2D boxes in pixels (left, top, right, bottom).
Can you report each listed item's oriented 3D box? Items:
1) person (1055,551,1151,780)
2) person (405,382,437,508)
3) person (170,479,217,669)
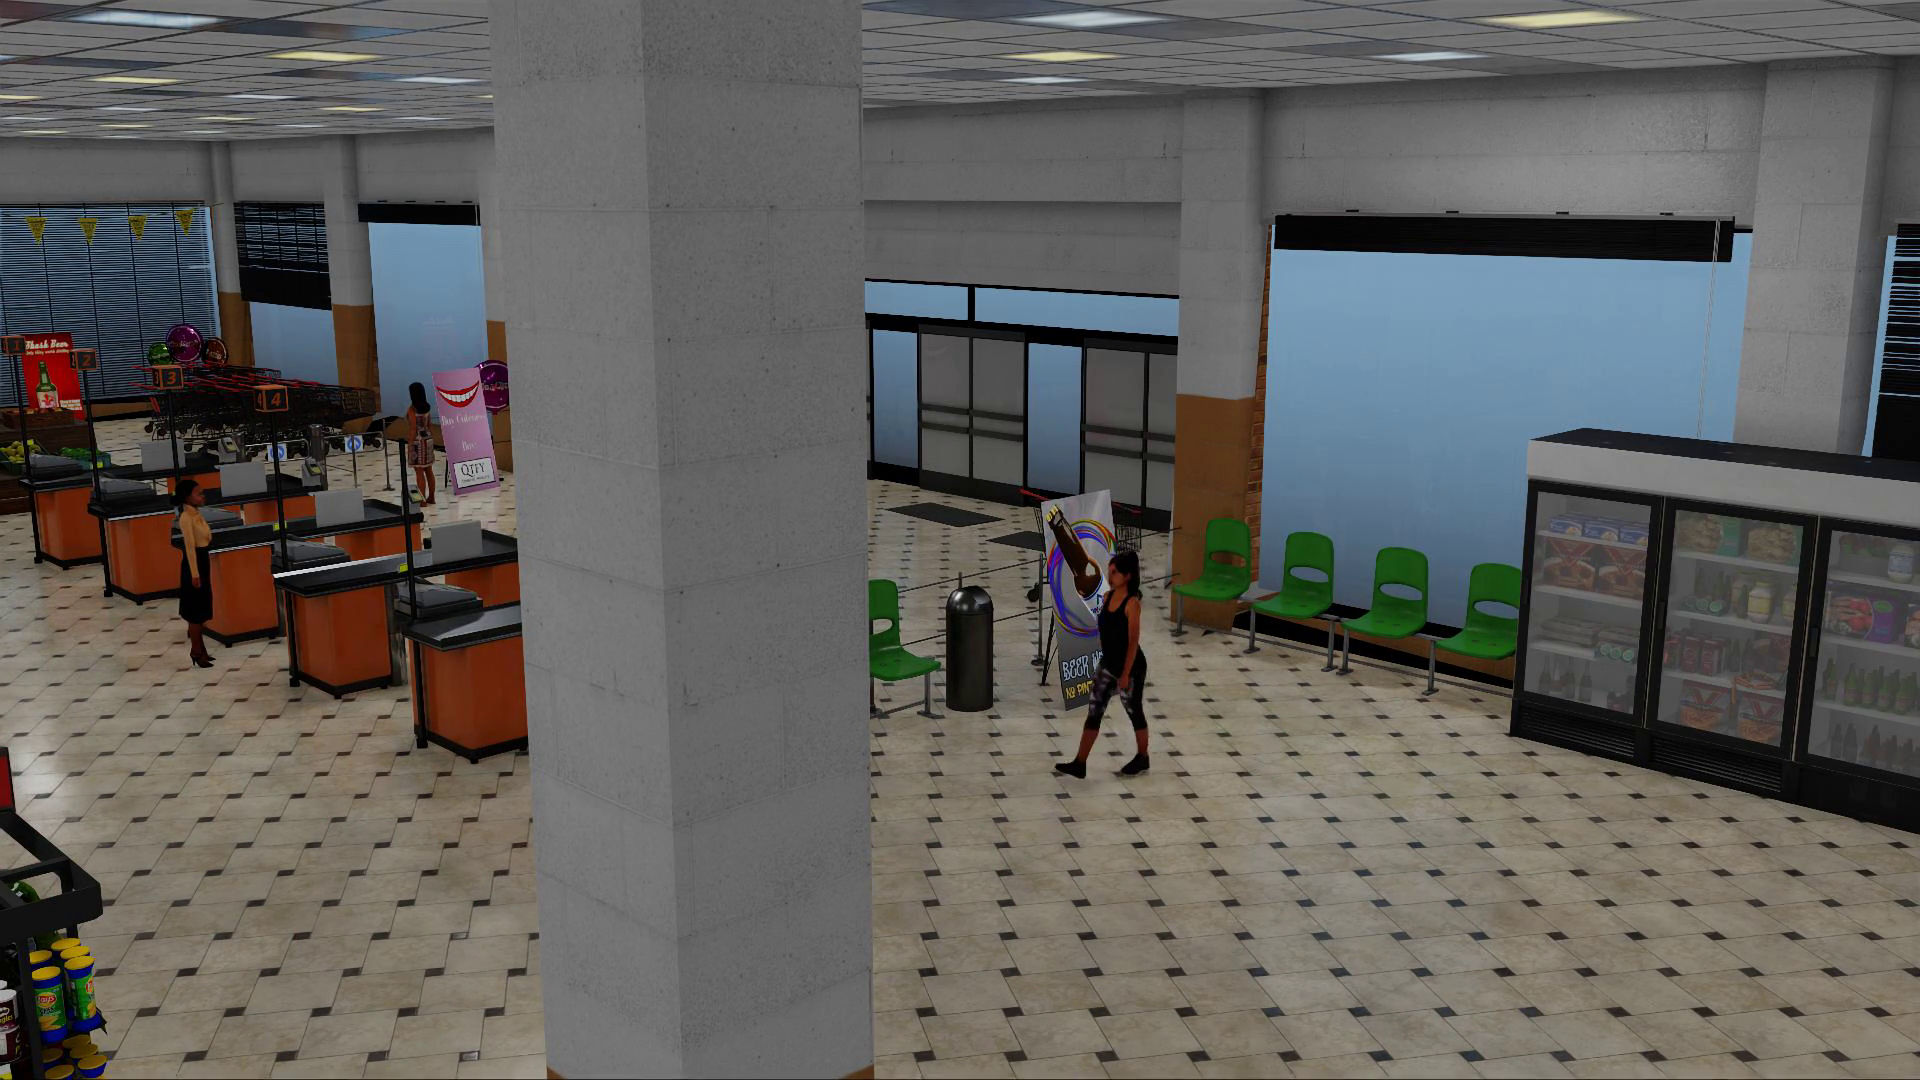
[{"bbox_3d":[1.206,0.897,11.729,1.067,1.632,0.736,-8,14,-33],"label":"person"},{"bbox_3d":[-7.136,-1.272,22.000,0.784,1.645,0.642,4,12,17],"label":"person"},{"bbox_3d":[-6.693,0.285,14.587,0.690,1.653,0.660,-3,12,-15],"label":"person"}]
